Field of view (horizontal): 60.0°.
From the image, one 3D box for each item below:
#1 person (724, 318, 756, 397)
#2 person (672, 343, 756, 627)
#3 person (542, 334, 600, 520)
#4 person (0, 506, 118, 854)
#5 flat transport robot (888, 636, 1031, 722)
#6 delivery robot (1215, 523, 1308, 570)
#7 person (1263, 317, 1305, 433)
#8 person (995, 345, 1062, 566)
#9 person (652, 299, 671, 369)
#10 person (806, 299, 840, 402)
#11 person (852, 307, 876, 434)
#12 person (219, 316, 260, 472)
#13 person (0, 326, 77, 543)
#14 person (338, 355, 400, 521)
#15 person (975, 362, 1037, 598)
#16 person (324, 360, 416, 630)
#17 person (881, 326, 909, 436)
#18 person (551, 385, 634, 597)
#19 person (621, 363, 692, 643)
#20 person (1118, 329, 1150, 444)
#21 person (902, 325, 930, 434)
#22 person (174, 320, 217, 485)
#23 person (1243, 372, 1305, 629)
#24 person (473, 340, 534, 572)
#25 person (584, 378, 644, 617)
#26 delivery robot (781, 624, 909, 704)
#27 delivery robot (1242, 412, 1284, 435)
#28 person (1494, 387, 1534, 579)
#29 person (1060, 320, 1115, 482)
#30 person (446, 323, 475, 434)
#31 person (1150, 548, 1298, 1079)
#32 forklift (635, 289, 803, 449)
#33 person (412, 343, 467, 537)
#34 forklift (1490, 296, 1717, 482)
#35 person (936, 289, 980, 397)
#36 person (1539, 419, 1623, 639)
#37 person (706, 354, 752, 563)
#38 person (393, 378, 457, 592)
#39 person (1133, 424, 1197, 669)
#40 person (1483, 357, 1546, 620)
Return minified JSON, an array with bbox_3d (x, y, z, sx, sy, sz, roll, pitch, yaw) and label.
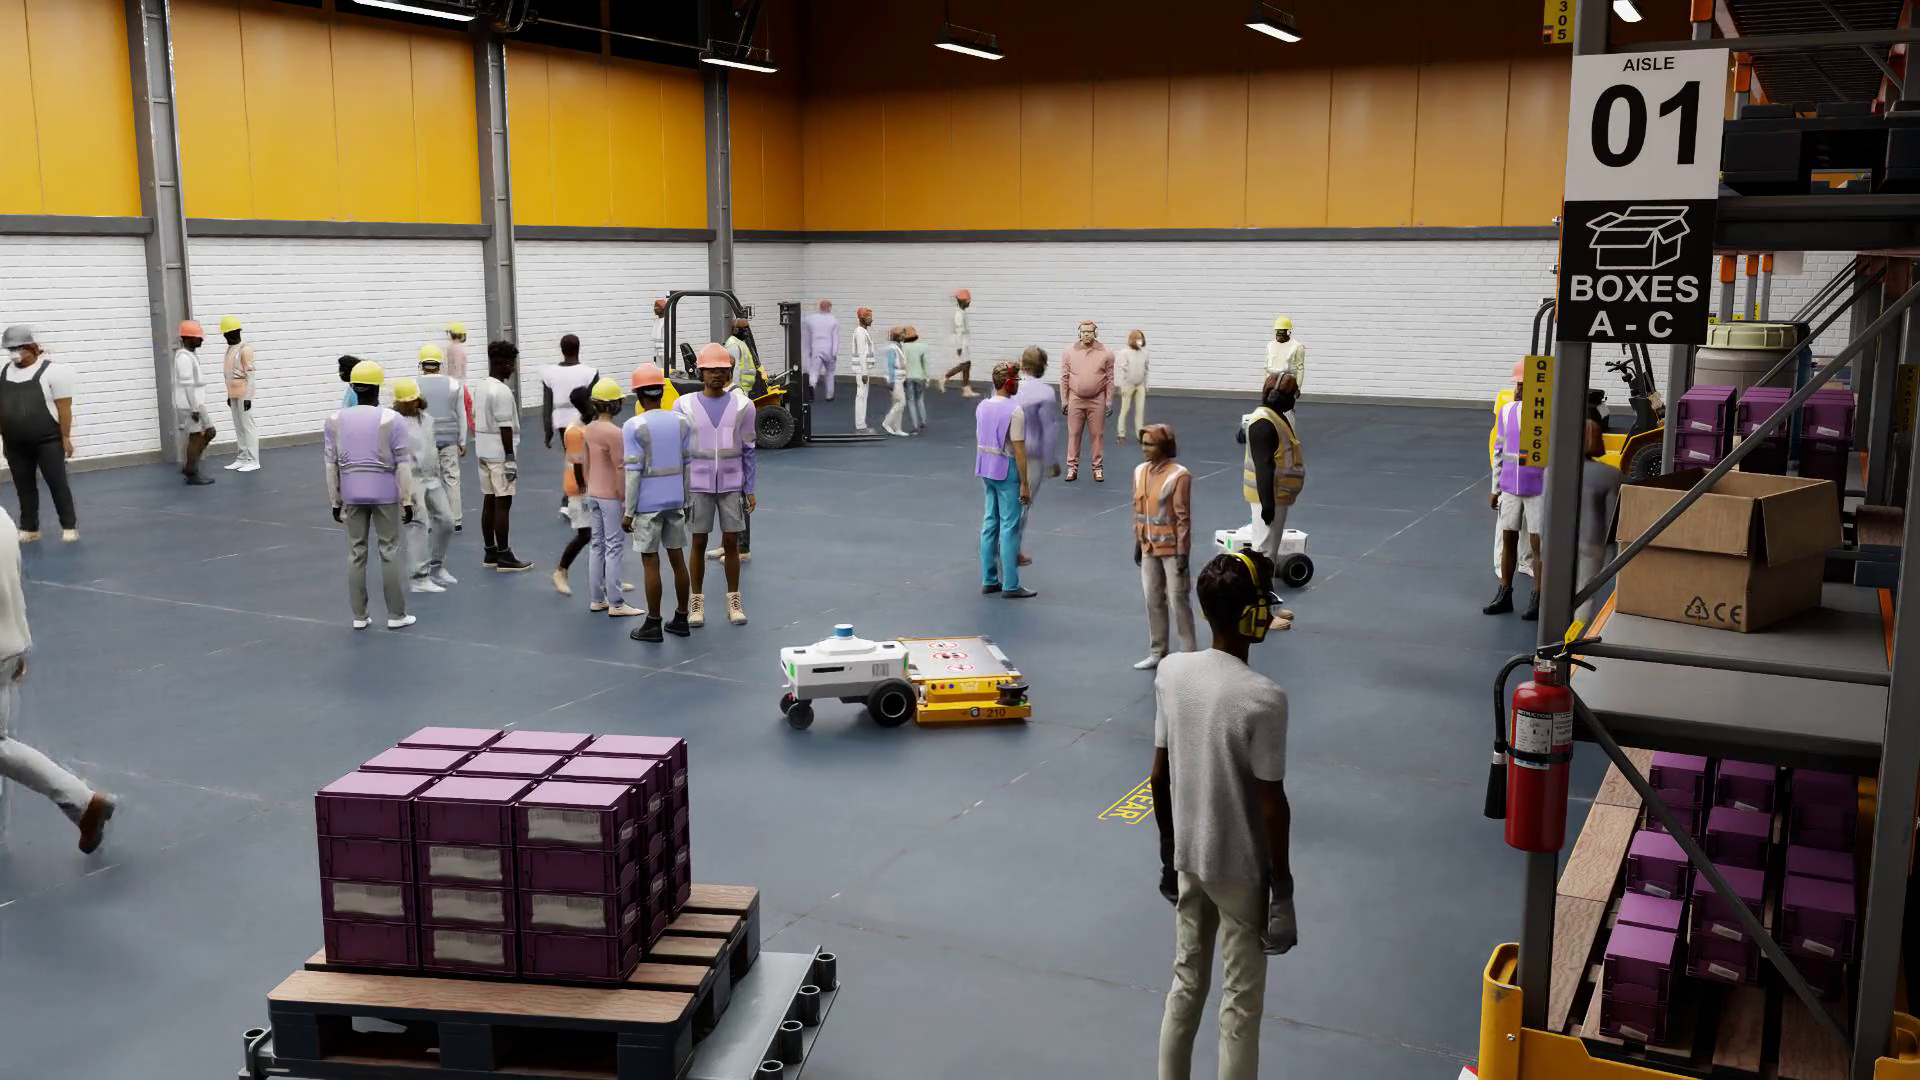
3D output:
[{"bbox_3d":[-2.893,-1.994,21.863,0.430,1.840,0.624,0,10,0],"label":"person"},{"bbox_3d":[-1.762,-0.393,11.989,0.608,2.048,0.365,-2,10,-14],"label":"person"},{"bbox_3d":[-3.928,-1.151,16.890,0.600,1.883,0.983,2,10,10],"label":"person"},{"bbox_3d":[-4.173,0.504,7.233,0.796,1.910,0.638,-2,10,-11],"label":"person"},{"bbox_3d":[-0.036,0.816,10.126,0.652,0.197,1.431,-2,10,-10],"label":"flat transport robot"},{"bbox_3d":[2.445,0.037,13.513,0.707,0.478,0.477,-1,9,-10],"label":"delivery robot"},{"bbox_3d":[4.345,-2.098,22.474,0.600,1.831,0.404,8,13,40],"label":"person"},{"bbox_3d":[0.561,-0.708,14.221,0.484,1.907,0.643,-8,13,-40],"label":"person"},{"bbox_3d":[-5.147,-3.223,28.850,0.360,1.882,0.575,-8,13,-39],"label":"person"},{"bbox_3d":[-2.480,-3.410,29.967,0.638,1.872,0.816,2,10,10],"label":"person"},{"bbox_3d":[-1.424,-2.497,24.639,0.343,1.882,0.585,-1,10,-5],"label":"person"},{"bbox_3d":[-8.898,-1.801,20.515,0.585,1.918,0.378,9,13,42],"label":"person"},{"bbox_3d":[-8.573,-0.980,15.405,0.723,2.000,0.572,0,10,2],"label":"person"},{"bbox_3d":[-5.986,-1.034,16.772,0.550,1.678,0.539,-4,11,-24],"label":"person"},{"bbox_3d":[0.330,-0.466,12.992,0.390,1.846,0.565,-7,12,-36],"label":"person"},{"bbox_3d":[-4.203,-0.315,11.882,0.591,1.926,0.386,0,10,0],"label":"person"},{"bbox_3d":[-0.906,-2.320,24.371,0.361,1.627,0.516,2,10,12],"label":"person"},{"bbox_3d":[-2.909,-0.383,13.002,0.516,1.672,0.582,2,10,10],"label":"person"},{"bbox_3d":[-2.114,-0.254,11.528,0.374,1.928,0.542,10,14,44],"label":"person"},{"bbox_3d":[2.460,-2.162,23.463,0.503,1.638,0.318,-4,11,-24],"label":"person"},{"bbox_3d":[-0.735,-2.396,24.847,0.508,1.606,0.688,-3,10,-15],"label":"person"},{"bbox_3d":[-8.849,-1.581,19.244,0.406,1.917,0.564,-3,10,-16],"label":"person"},{"bbox_3d":[2.266,-0.290,12.008,0.429,1.838,0.621,3,10,18],"label":"person"},{"bbox_3d":[-3.898,-0.715,14.108,0.399,1.958,0.608,-7,12,-35],"label":"person"},{"bbox_3d":[-2.590,-0.314,12.336,0.309,1.771,0.529,-8,13,-41],"label":"person"},{"bbox_3d":[-0.664,0.727,9.549,0.707,0.478,0.477,-3,10,-14],"label":"delivery robot"},{"bbox_3d":[4.291,-1.679,23.474,0.477,0.478,0.707,9,13,41],"label":"delivery robot"},{"bbox_3d":[4.648,-0.497,13.752,0.517,1.645,0.308,-3,10,-16],"label":"person"},{"bbox_3d":[1.492,-1.634,19.578,0.645,1.908,0.408,1,10,6],"label":"person"},{"bbox_3d":[-7.057,-2.185,23.321,0.927,1.713,0.532,-8,12,-38],"label":"person"},{"bbox_3d":[0.764,0.946,4.750,0.325,1.871,0.521,-8,12,-38],"label":"person"},{"bbox_3d":[-3.358,-2.392,23.136,2.313,2.155,1.214,-1,10,-5],"label":"forklift"},{"bbox_3d":[-4.988,-0.946,15.807,0.590,1.833,0.403,-5,11,-26],"label":"person"},{"bbox_3d":[7.296,-1.677,18.993,2.313,2.155,1.214,5,11,27],"label":"forklift"},{"bbox_3d":[-0.022,-3.662,30.979,0.733,2.025,0.621,1,10,8],"label":"person"},{"bbox_3d":[3.994,0.032,10.747,0.498,1.625,0.441,5,11,27],"label":"person"},{"bbox_3d":[-2.009,-0.715,14.441,0.325,1.842,0.513,-6,11,-30],"label":"person"},{"bbox_3d":[-4.245,-0.433,13.178,0.368,1.713,0.545,4,11,21],"label":"person"},{"bbox_3d":[1.294,0.073,10.551,0.356,1.625,0.520,-7,12,-33],"label":"person"},{"bbox_3d":[4.156,-0.382,12.238,0.550,1.937,0.357,9,14,44],"label":"person"}]
